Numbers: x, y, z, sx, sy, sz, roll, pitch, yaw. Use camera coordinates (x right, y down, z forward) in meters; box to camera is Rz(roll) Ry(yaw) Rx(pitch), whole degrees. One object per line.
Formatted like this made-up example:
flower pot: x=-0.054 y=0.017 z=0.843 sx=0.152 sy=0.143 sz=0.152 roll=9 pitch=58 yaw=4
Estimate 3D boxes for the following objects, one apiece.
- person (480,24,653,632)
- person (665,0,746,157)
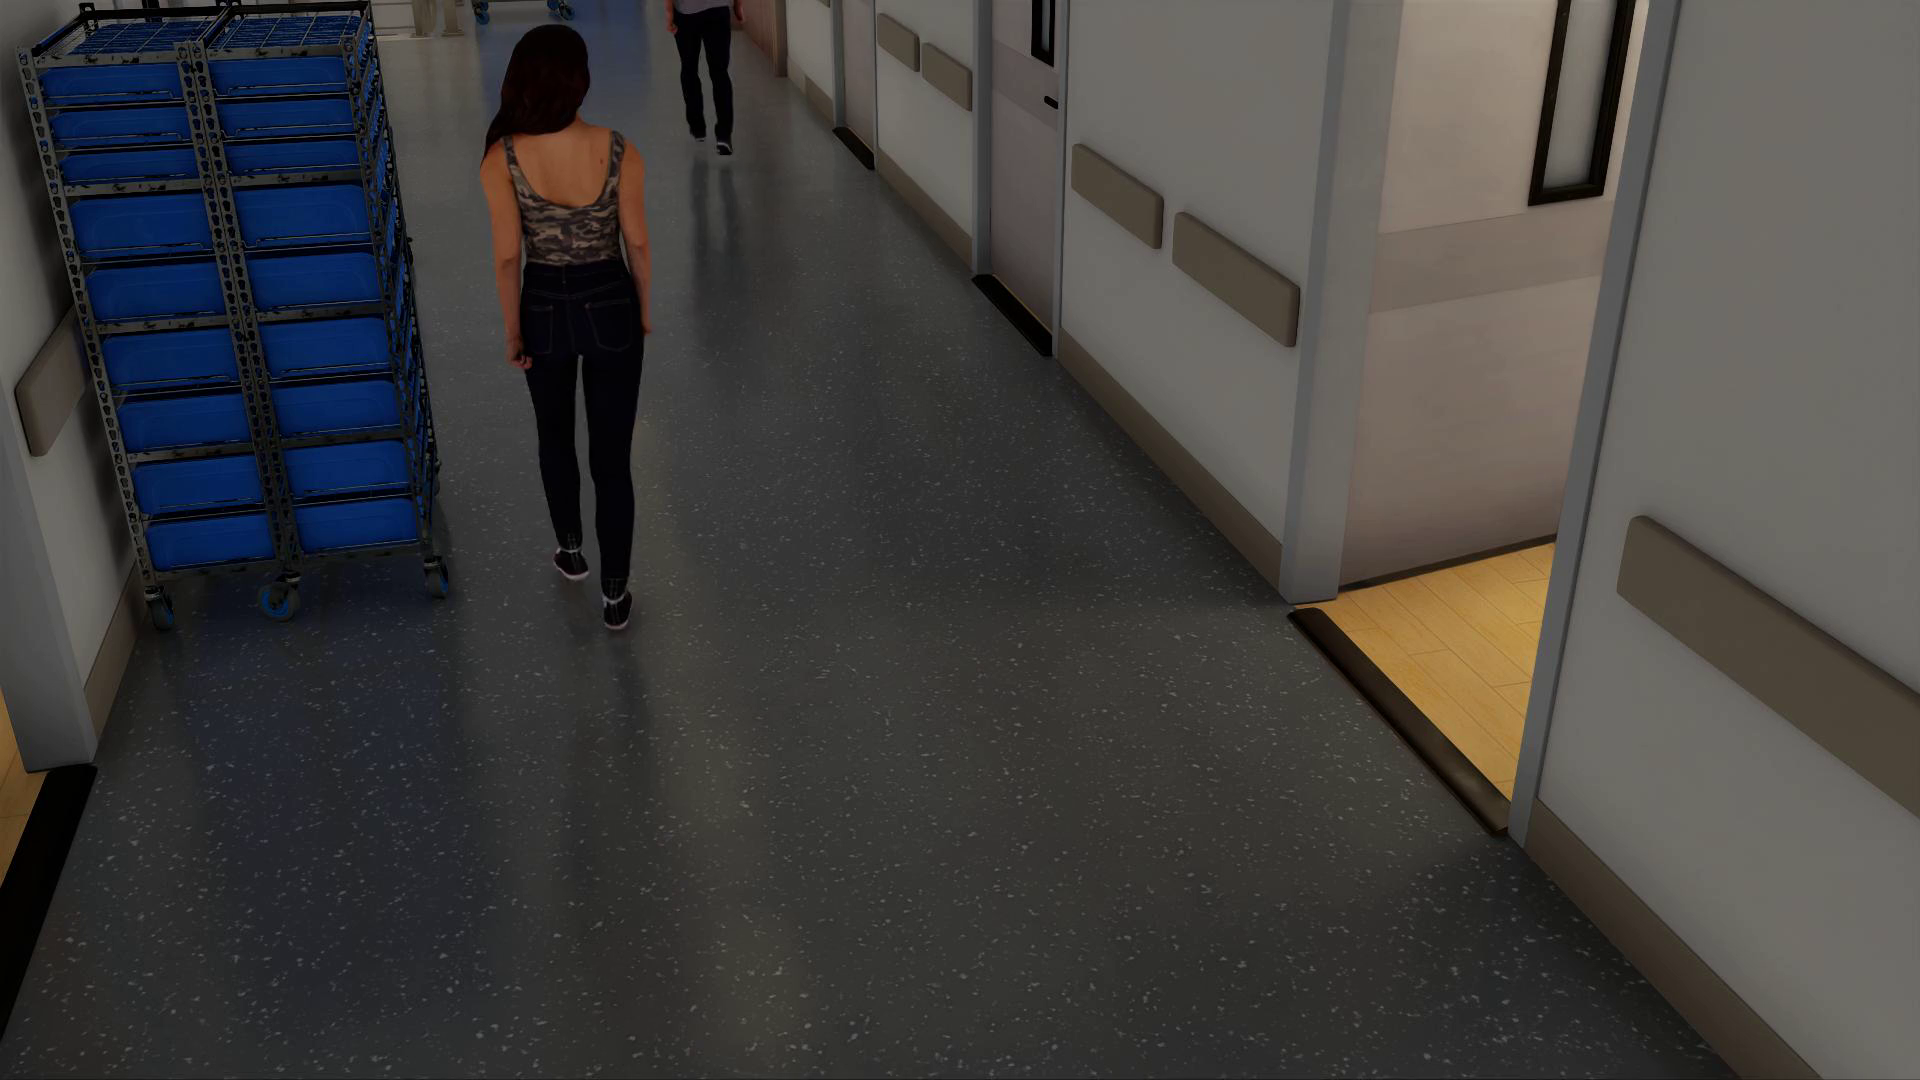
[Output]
person: x=-1.090 y=-0.555 z=4.809 sx=0.633 sy=1.749 sz=0.747 roll=-4 pitch=26 yaw=-8
person: x=-1.611 y=-3.312 z=10.467 sx=0.693 sy=1.800 sz=1.173 roll=-5 pitch=26 yaw=-11
